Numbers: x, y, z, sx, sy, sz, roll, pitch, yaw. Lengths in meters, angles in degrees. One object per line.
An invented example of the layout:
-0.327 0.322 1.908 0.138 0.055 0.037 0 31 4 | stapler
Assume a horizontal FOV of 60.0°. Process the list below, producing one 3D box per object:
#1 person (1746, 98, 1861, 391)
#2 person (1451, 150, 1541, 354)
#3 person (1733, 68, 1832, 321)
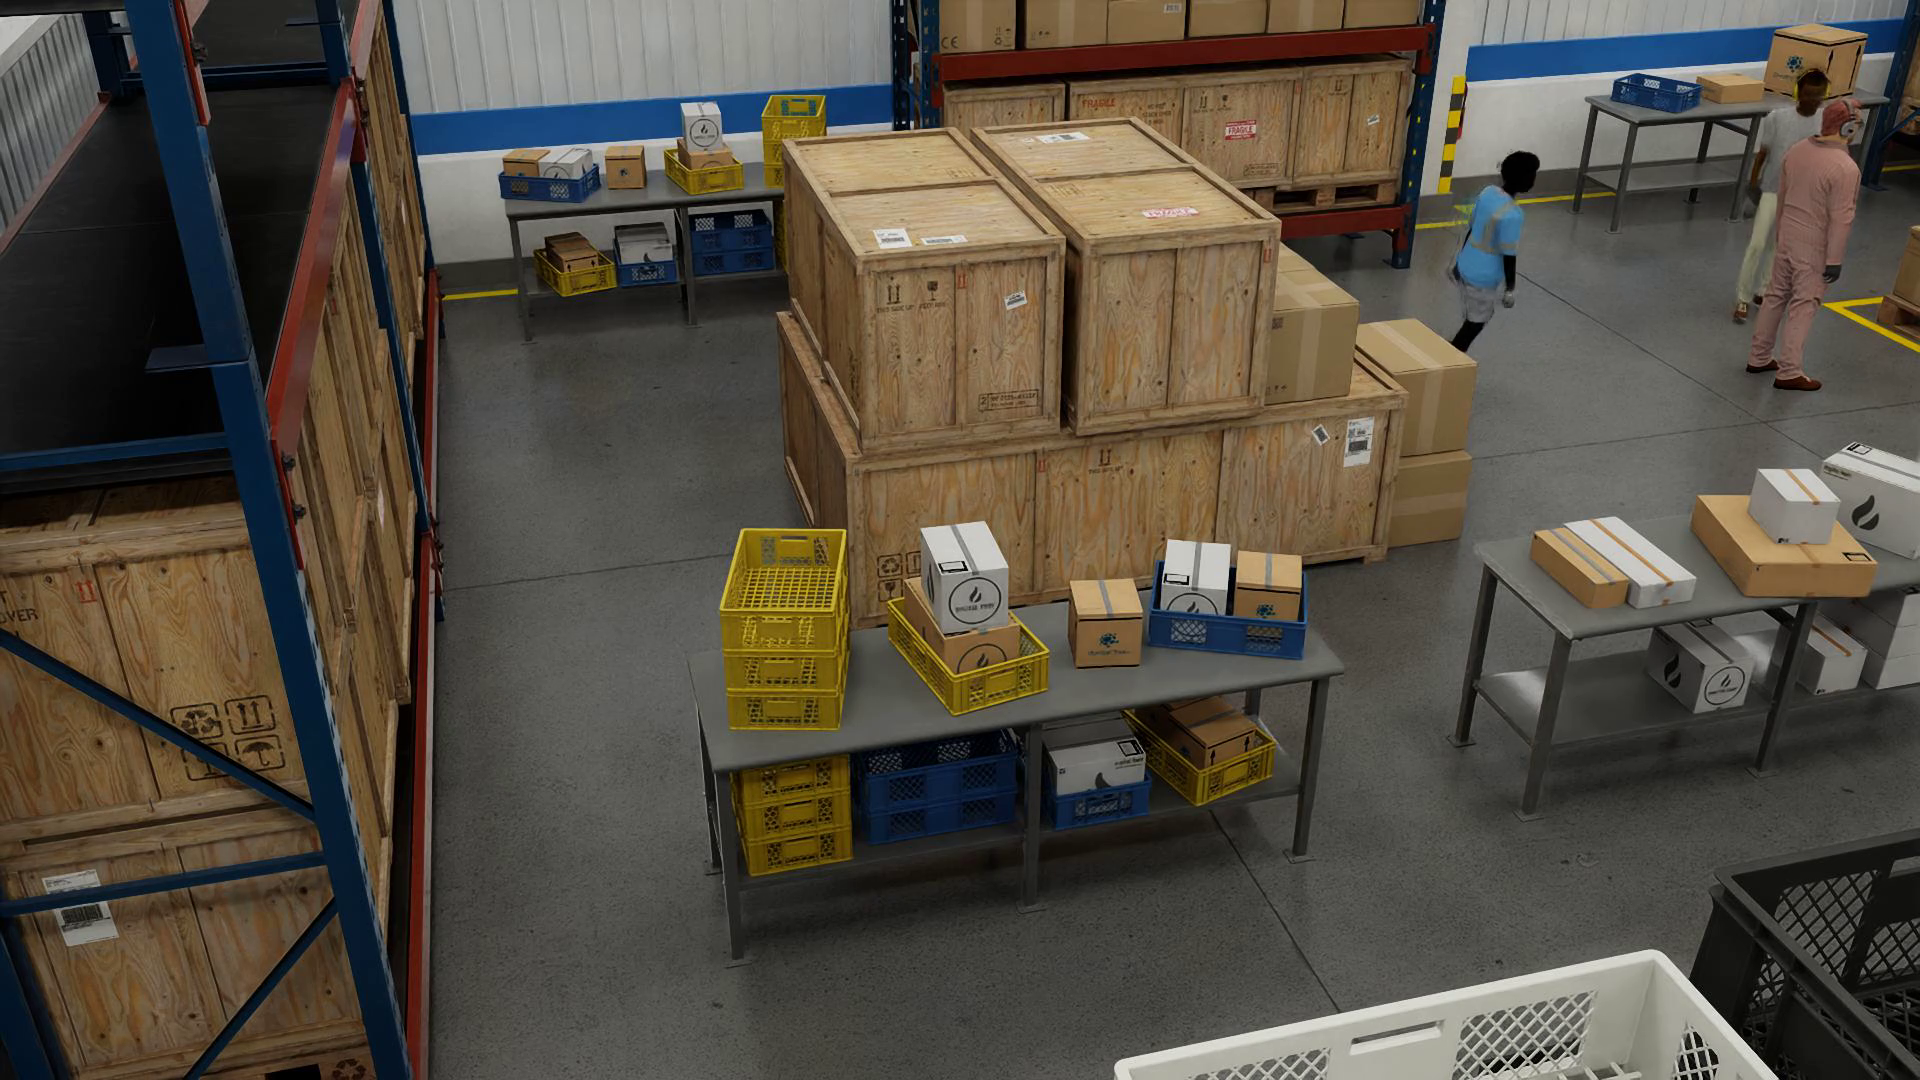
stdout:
5.594 -1.937 10.922 0.410 1.909 0.640 -6 29 -10 | person
3.378 -1.705 10.738 0.471 1.659 0.548 0 29 0 | person
5.936 -2.469 11.967 0.507 1.835 0.588 2 29 4 | person
